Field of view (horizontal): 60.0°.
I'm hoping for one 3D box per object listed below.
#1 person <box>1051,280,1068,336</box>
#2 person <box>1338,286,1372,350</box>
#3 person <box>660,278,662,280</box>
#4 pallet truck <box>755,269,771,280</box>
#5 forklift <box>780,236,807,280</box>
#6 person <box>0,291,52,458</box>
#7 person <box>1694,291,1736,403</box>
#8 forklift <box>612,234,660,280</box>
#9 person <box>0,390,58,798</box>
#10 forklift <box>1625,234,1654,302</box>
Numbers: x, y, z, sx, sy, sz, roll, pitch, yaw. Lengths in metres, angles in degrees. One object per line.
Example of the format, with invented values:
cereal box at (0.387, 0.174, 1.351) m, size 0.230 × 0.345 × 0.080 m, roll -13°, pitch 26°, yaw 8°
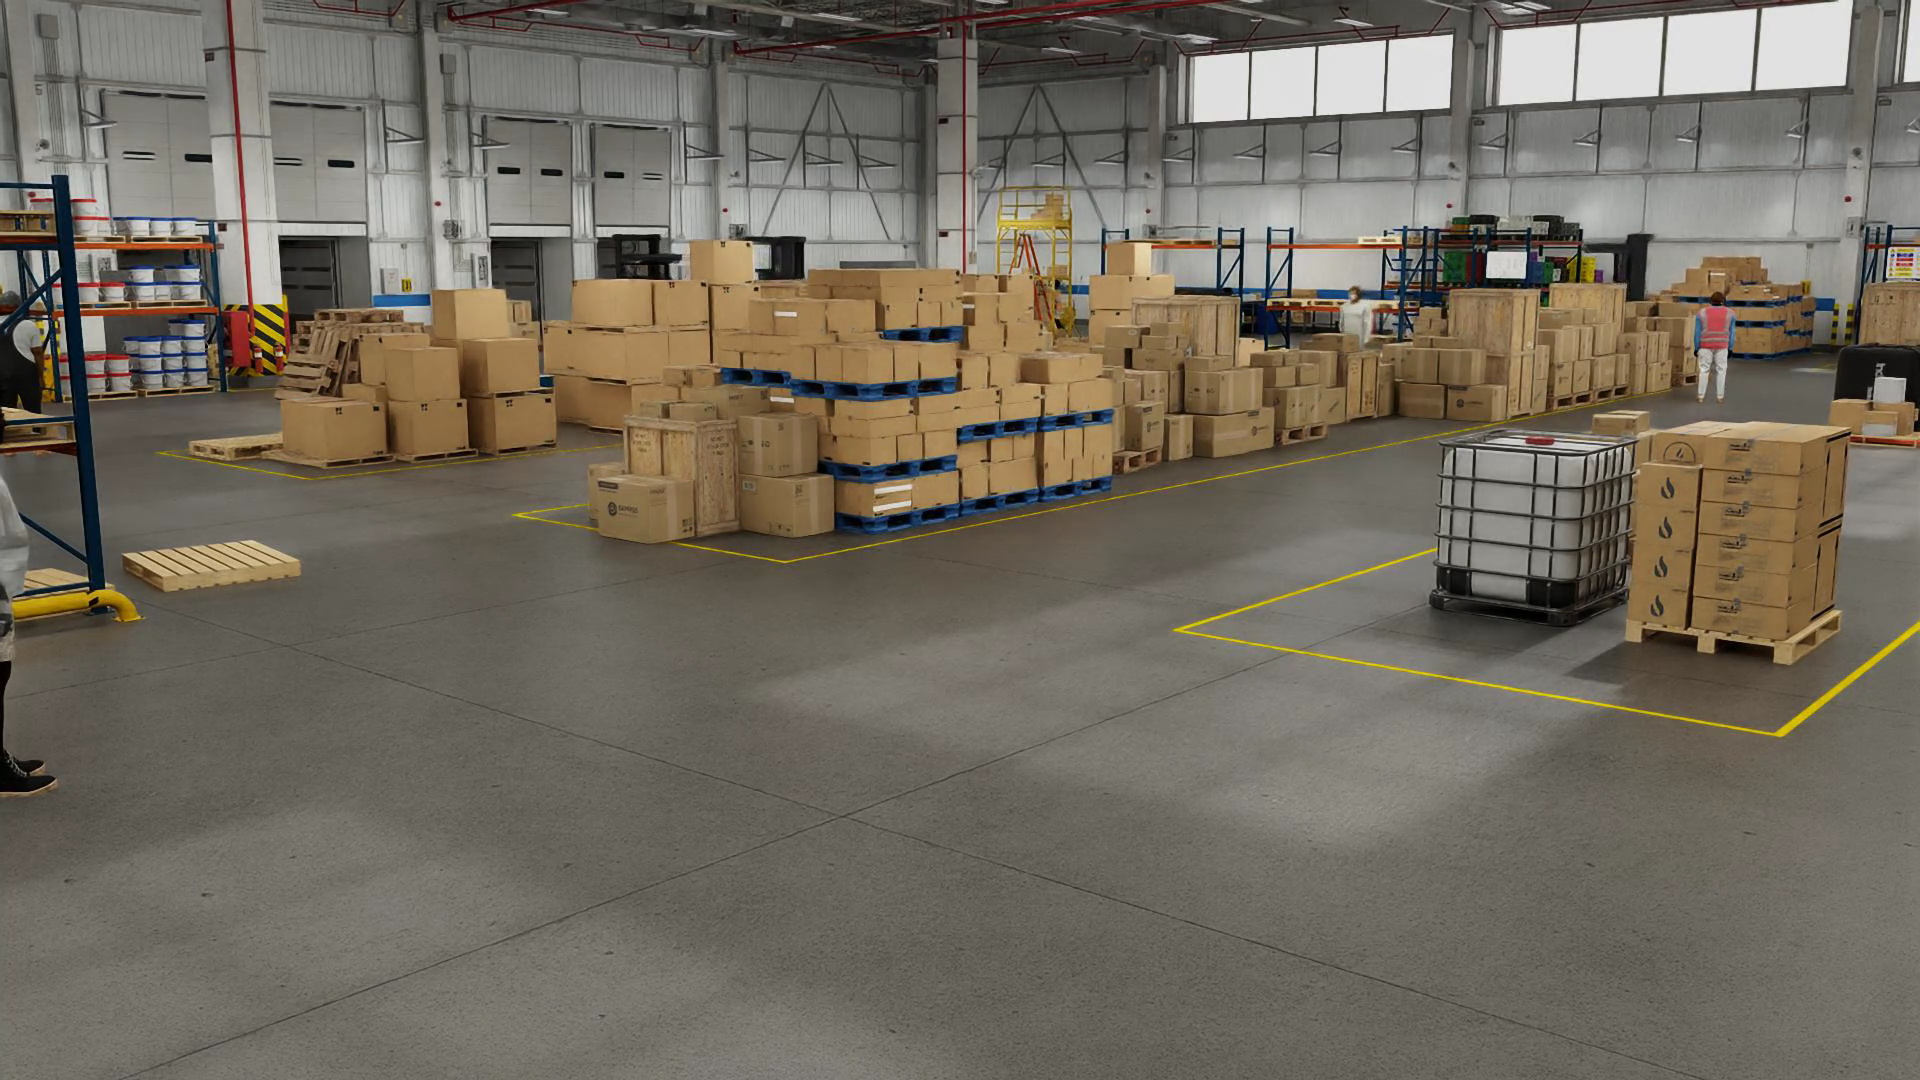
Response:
person at (2.805, -6.461, 46.628) m, size 0.495 × 1.672 × 0.554 m, roll 4°, pitch 11°, yaw 21°
person at (6.945, -3.536, 29.370) m, size 0.647 × 1.885 × 1.009 m, roll 8°, pitch 13°, yaw 38°
person at (-6.519, -4.726, 36.014) m, size 0.636 × 1.931 × 0.377 m, roll -5°, pitch 11°, yaw -25°
pallet truck at (-4.996, -6.432, 45.525) m, size 1.885 × 1.965 × 0.823 m, roll -6°, pitch 12°, yaw -32°
forklift at (-3.975, -5.890, 39.926) m, size 1.873 × 2.768 × 1.129 m, roll 2°, pitch 10°, yaw 14°
person at (-11.512, -2.024, 20.304) m, size 0.675 × 2.000 × 0.537 m, roll -2°, pitch 10°, yaw -10°
person at (12.389, -3.160, 27.345) m, size 0.625 × 1.844 × 0.429 m, roll 3°, pitch 10°, yaw 17°
forklift at (-6.595, -4.862, 34.077) m, size 1.129 × 2.768 × 1.873 m, roll -7°, pitch 12°, yaw -34°
person at (-4.526, 0.218, 7.750) m, size 0.367 × 1.966 × 0.606 m, roll -7°, pitch 12°, yaw -35°
forklift at (13.721, -4.821, 33.841) m, size 1.873 × 2.768 × 1.129 m, roll 3°, pitch 10°, yaw 14°
